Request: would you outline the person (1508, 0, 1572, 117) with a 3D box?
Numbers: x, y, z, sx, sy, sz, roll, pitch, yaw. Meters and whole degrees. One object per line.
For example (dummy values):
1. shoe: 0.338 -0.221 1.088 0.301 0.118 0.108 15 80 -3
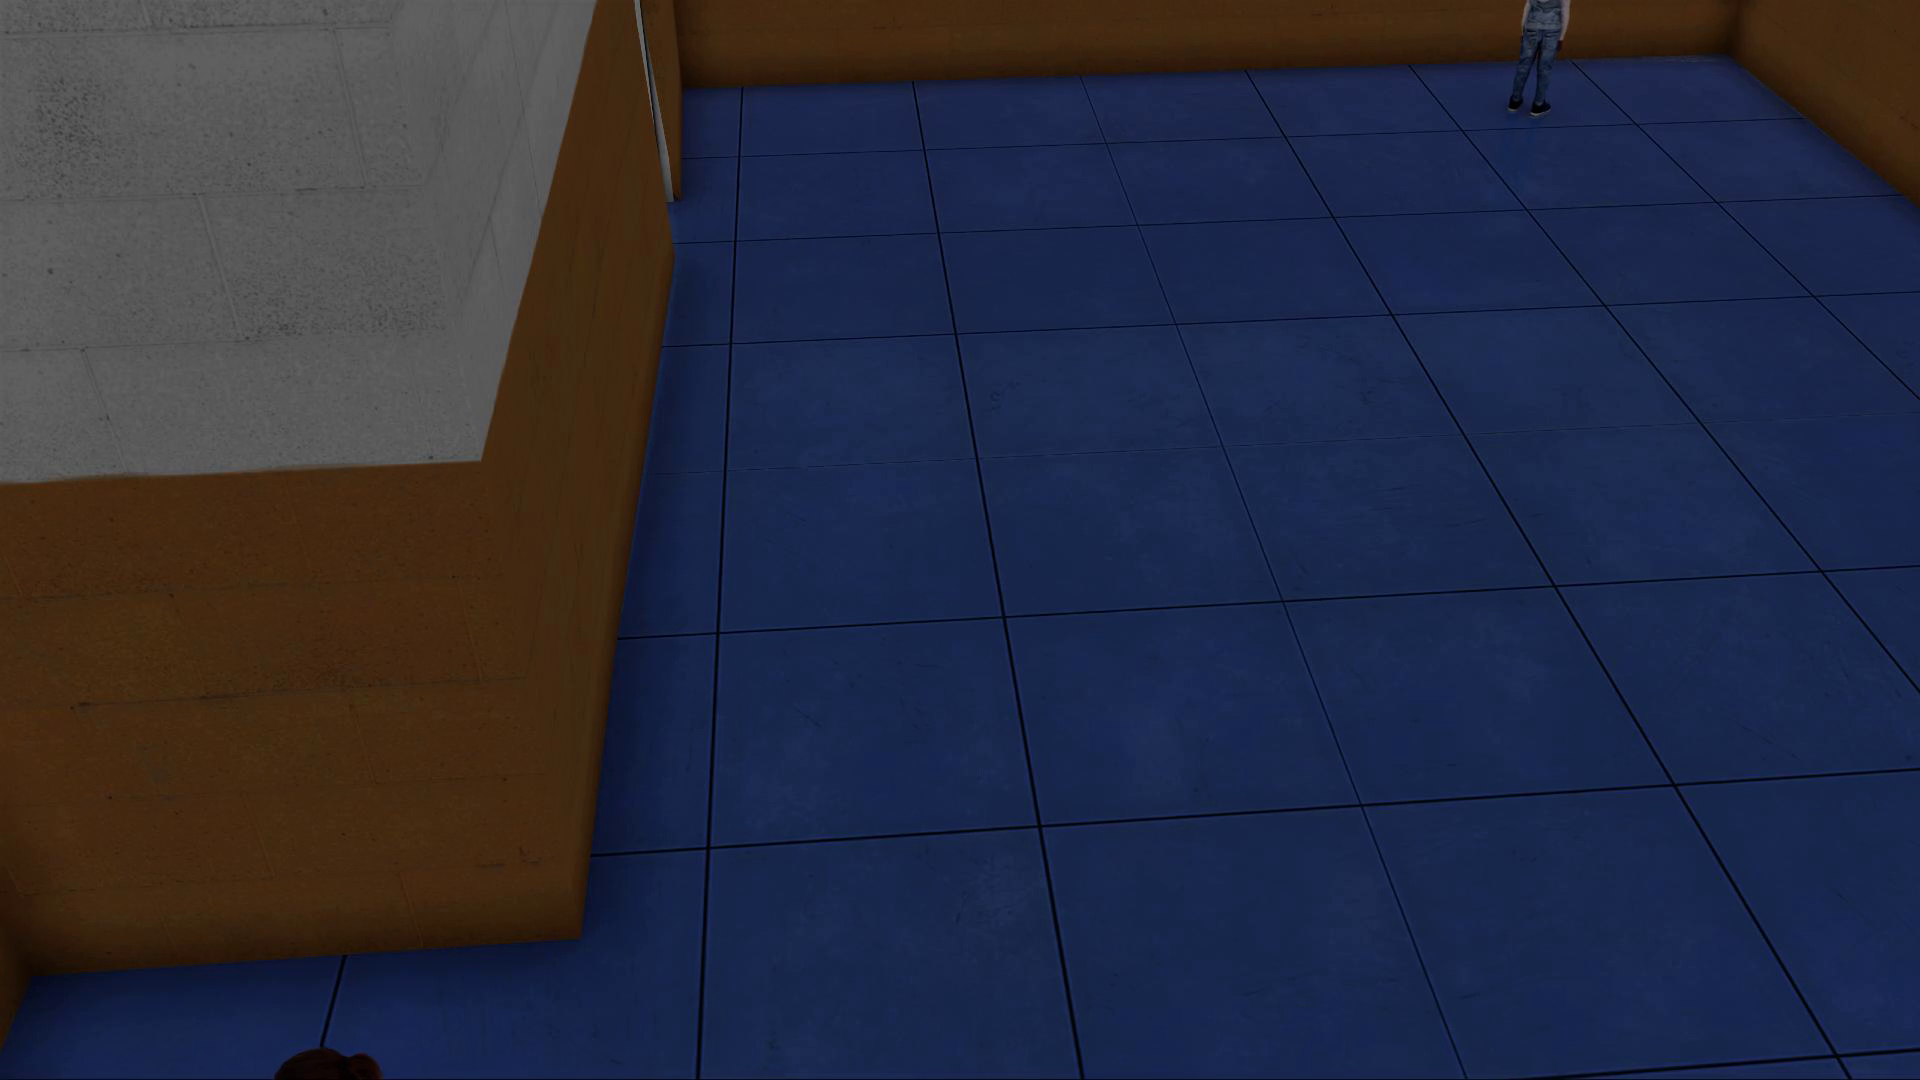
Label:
1. person: 4.288 -3.770 12.250 0.555 1.260 0.621 22 42 27
